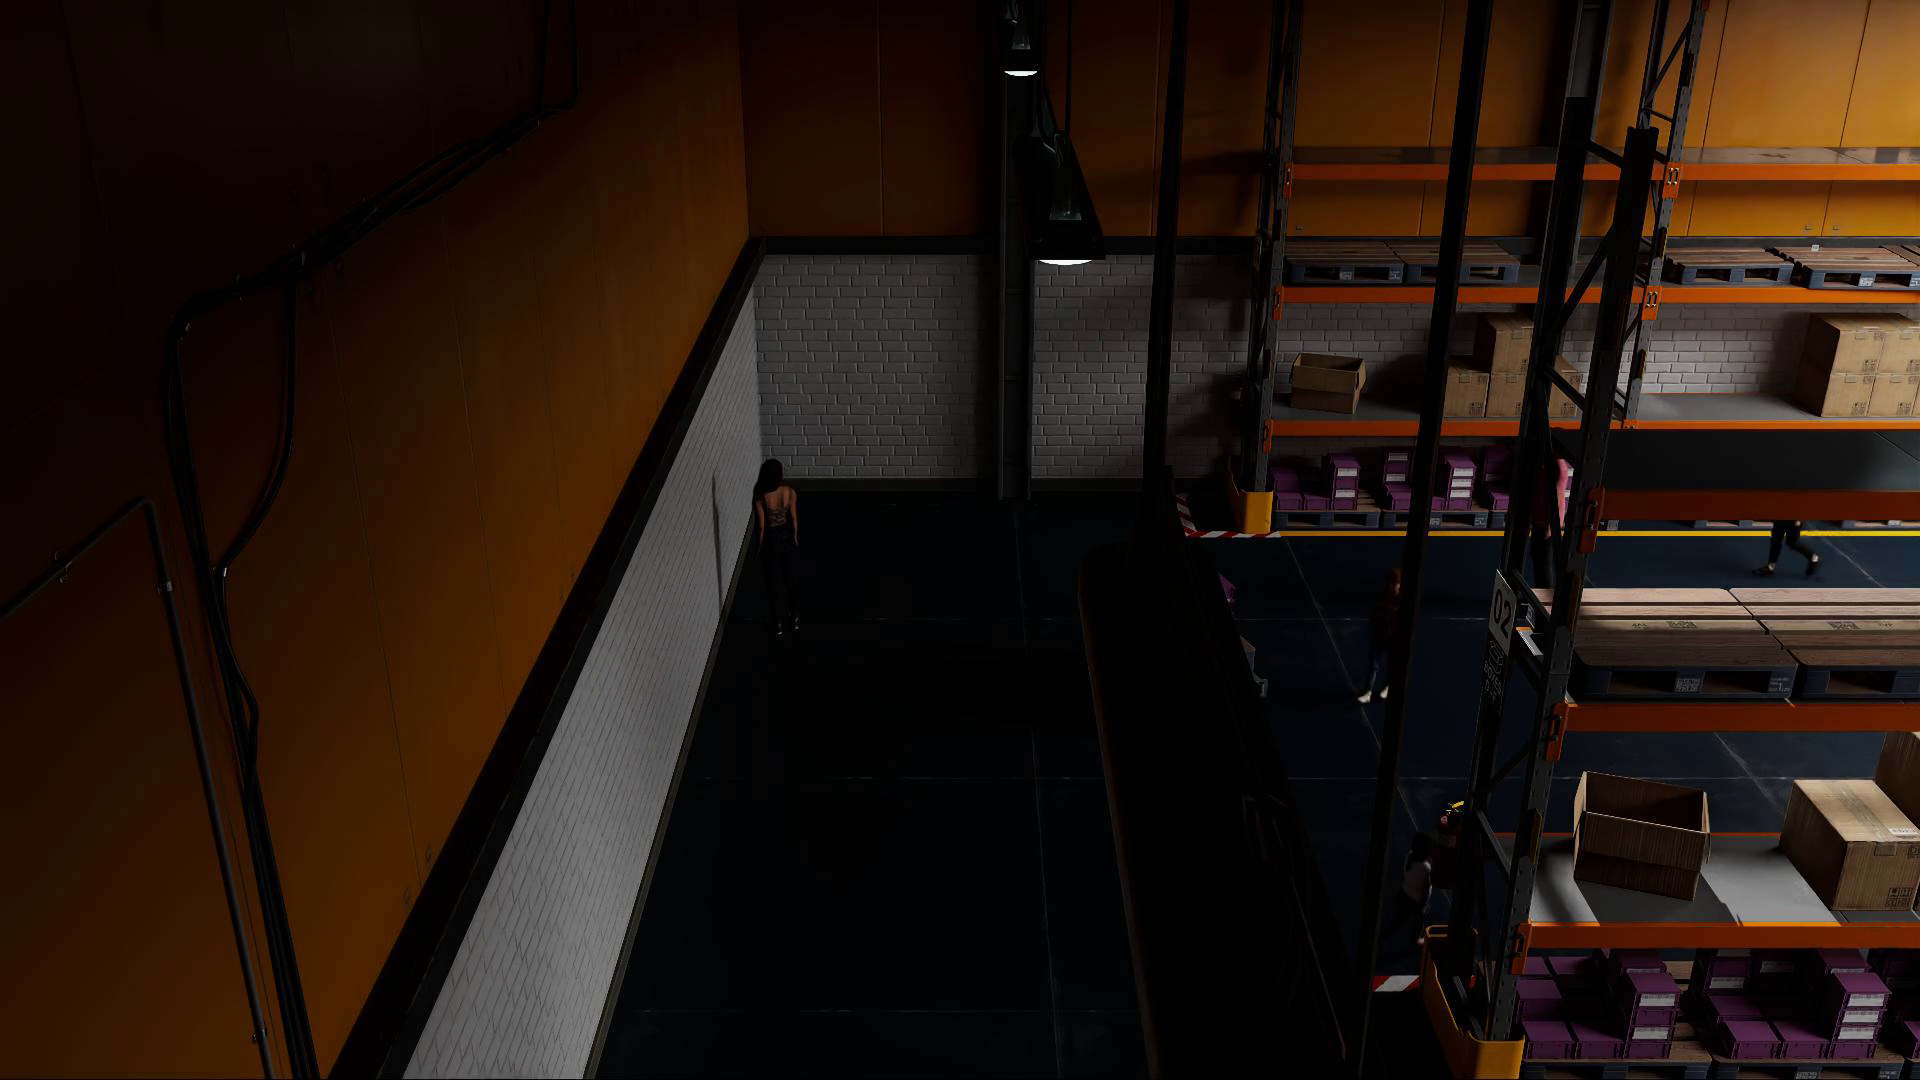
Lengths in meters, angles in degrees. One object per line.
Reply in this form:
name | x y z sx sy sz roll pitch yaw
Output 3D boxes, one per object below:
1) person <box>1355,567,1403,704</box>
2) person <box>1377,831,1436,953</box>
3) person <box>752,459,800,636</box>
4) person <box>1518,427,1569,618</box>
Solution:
person | 3.880 0.831 14.963 0.800 1.291 0.824 15 28 31
person | 3.127 2.472 11.566 0.734 1.005 0.602 -12 26 -26
person | -1.773 0.054 16.143 0.651 1.769 0.759 -13 27 -28
person | 5.823 -0.185 16.453 0.548 1.958 0.619 0 24 1
